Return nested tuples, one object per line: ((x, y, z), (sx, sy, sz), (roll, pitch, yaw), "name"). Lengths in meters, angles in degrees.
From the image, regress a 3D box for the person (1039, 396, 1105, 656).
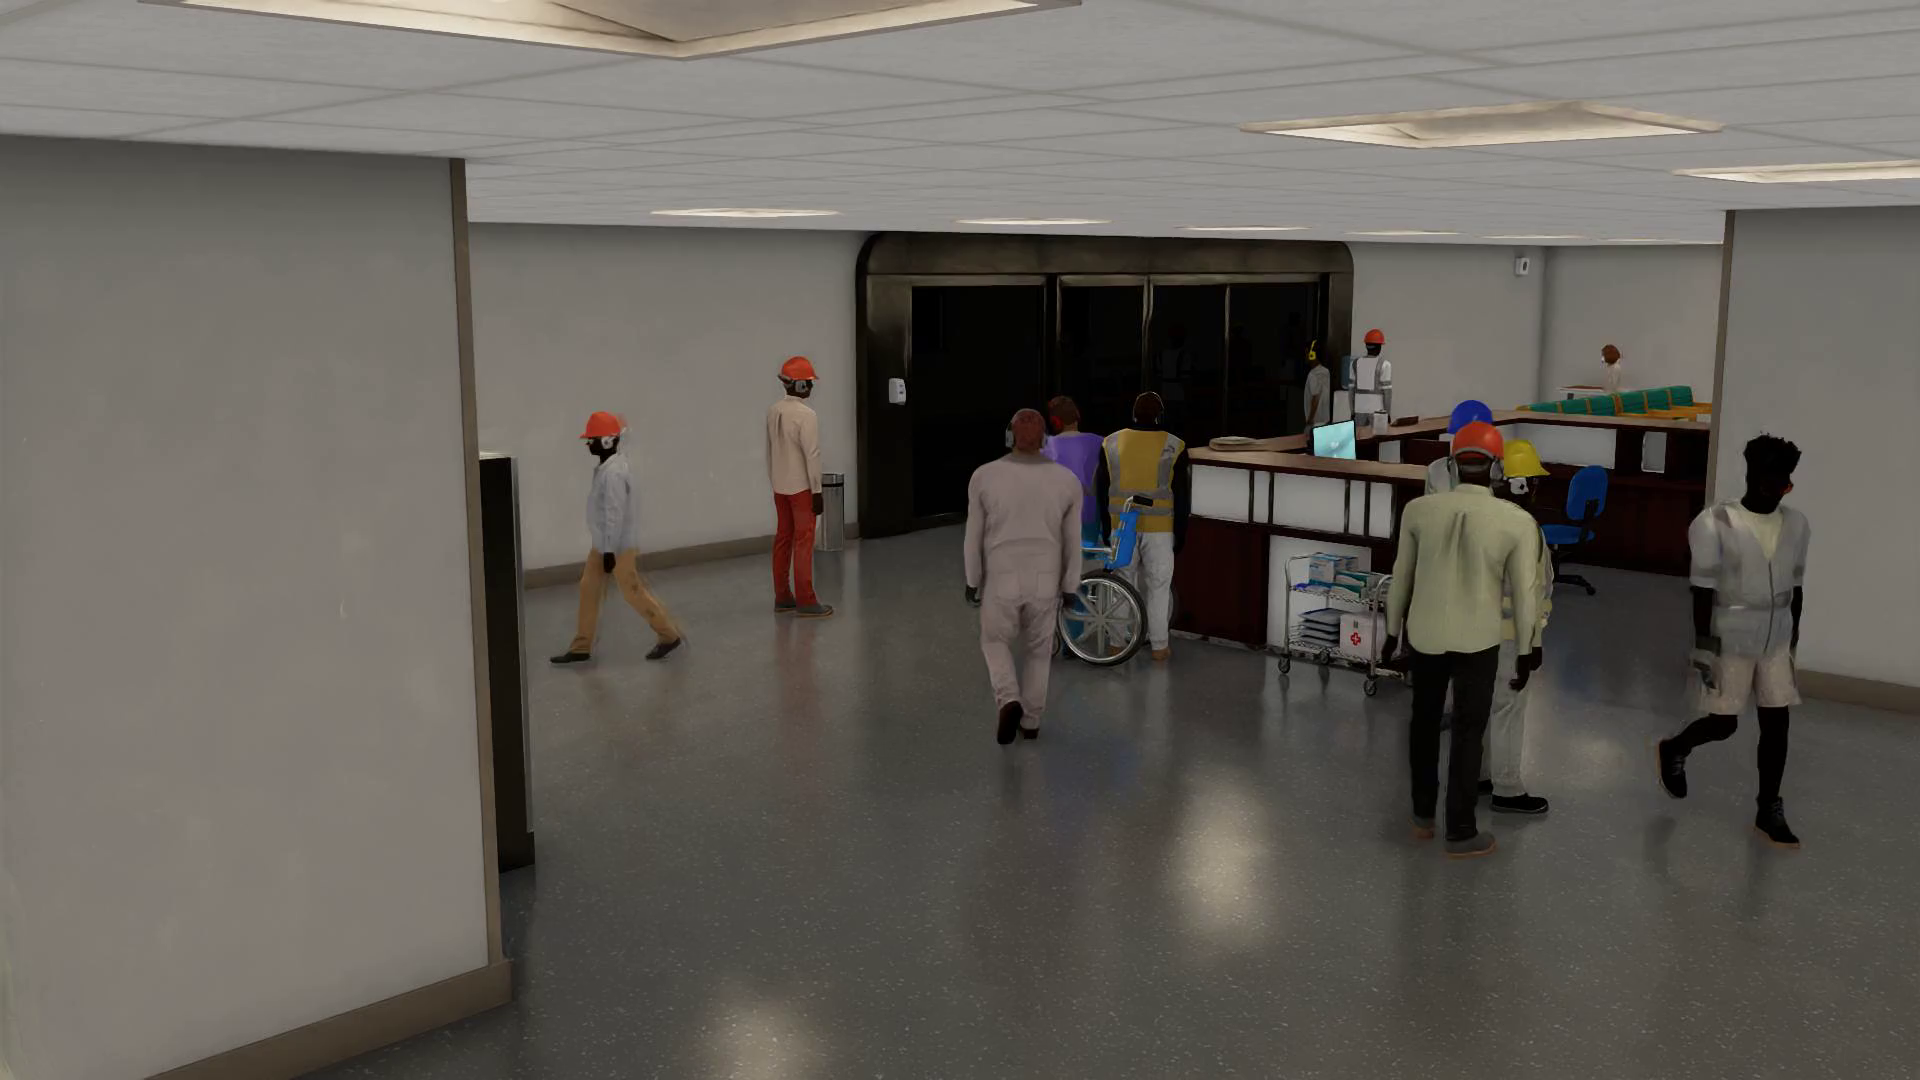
((0.797, -0.116, 11.639), (0.604, 1.774, 1.000), (2, 10, 14), "person")

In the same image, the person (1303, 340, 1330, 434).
((3.982, -1.309, 18.679), (0.310, 1.863, 0.533), (5, 10, 28), "person")

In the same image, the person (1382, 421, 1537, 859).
((2.299, 0.450, 7.619), (0.674, 1.965, 0.605), (6, 11, 31), "person")

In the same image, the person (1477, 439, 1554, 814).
((2.693, 0.418, 8.178), (0.404, 1.833, 0.590), (-2, 9, -13), "person")

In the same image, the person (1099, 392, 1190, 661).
((1.251, -0.087, 11.292), (0.628, 1.838, 0.430), (3, 10, 18), "person")

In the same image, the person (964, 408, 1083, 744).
((0.354, 0.217, 9.220), (0.659, 1.893, 0.624), (-1, 9, -6), "person")

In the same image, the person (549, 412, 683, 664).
((-2.304, -0.014, 11.197), (0.875, 1.716, 0.573), (-4, 10, -21), "person")

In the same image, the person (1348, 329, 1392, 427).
((4.967, -1.574, 20.081), (0.552, 1.934, 0.363), (8, 12, 41), "person")

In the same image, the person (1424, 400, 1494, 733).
((2.825, 0.183, 9.304), (0.419, 1.940, 0.606), (-7, 12, -38), "person")

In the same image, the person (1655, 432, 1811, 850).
((3.625, 0.436, 7.795), (0.614, 1.926, 0.714), (-2, 9, -9), "person")

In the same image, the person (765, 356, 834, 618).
((-1.240, -0.403, 12.719), (0.381, 1.994, 0.622), (-8, 12, -40), "person")
